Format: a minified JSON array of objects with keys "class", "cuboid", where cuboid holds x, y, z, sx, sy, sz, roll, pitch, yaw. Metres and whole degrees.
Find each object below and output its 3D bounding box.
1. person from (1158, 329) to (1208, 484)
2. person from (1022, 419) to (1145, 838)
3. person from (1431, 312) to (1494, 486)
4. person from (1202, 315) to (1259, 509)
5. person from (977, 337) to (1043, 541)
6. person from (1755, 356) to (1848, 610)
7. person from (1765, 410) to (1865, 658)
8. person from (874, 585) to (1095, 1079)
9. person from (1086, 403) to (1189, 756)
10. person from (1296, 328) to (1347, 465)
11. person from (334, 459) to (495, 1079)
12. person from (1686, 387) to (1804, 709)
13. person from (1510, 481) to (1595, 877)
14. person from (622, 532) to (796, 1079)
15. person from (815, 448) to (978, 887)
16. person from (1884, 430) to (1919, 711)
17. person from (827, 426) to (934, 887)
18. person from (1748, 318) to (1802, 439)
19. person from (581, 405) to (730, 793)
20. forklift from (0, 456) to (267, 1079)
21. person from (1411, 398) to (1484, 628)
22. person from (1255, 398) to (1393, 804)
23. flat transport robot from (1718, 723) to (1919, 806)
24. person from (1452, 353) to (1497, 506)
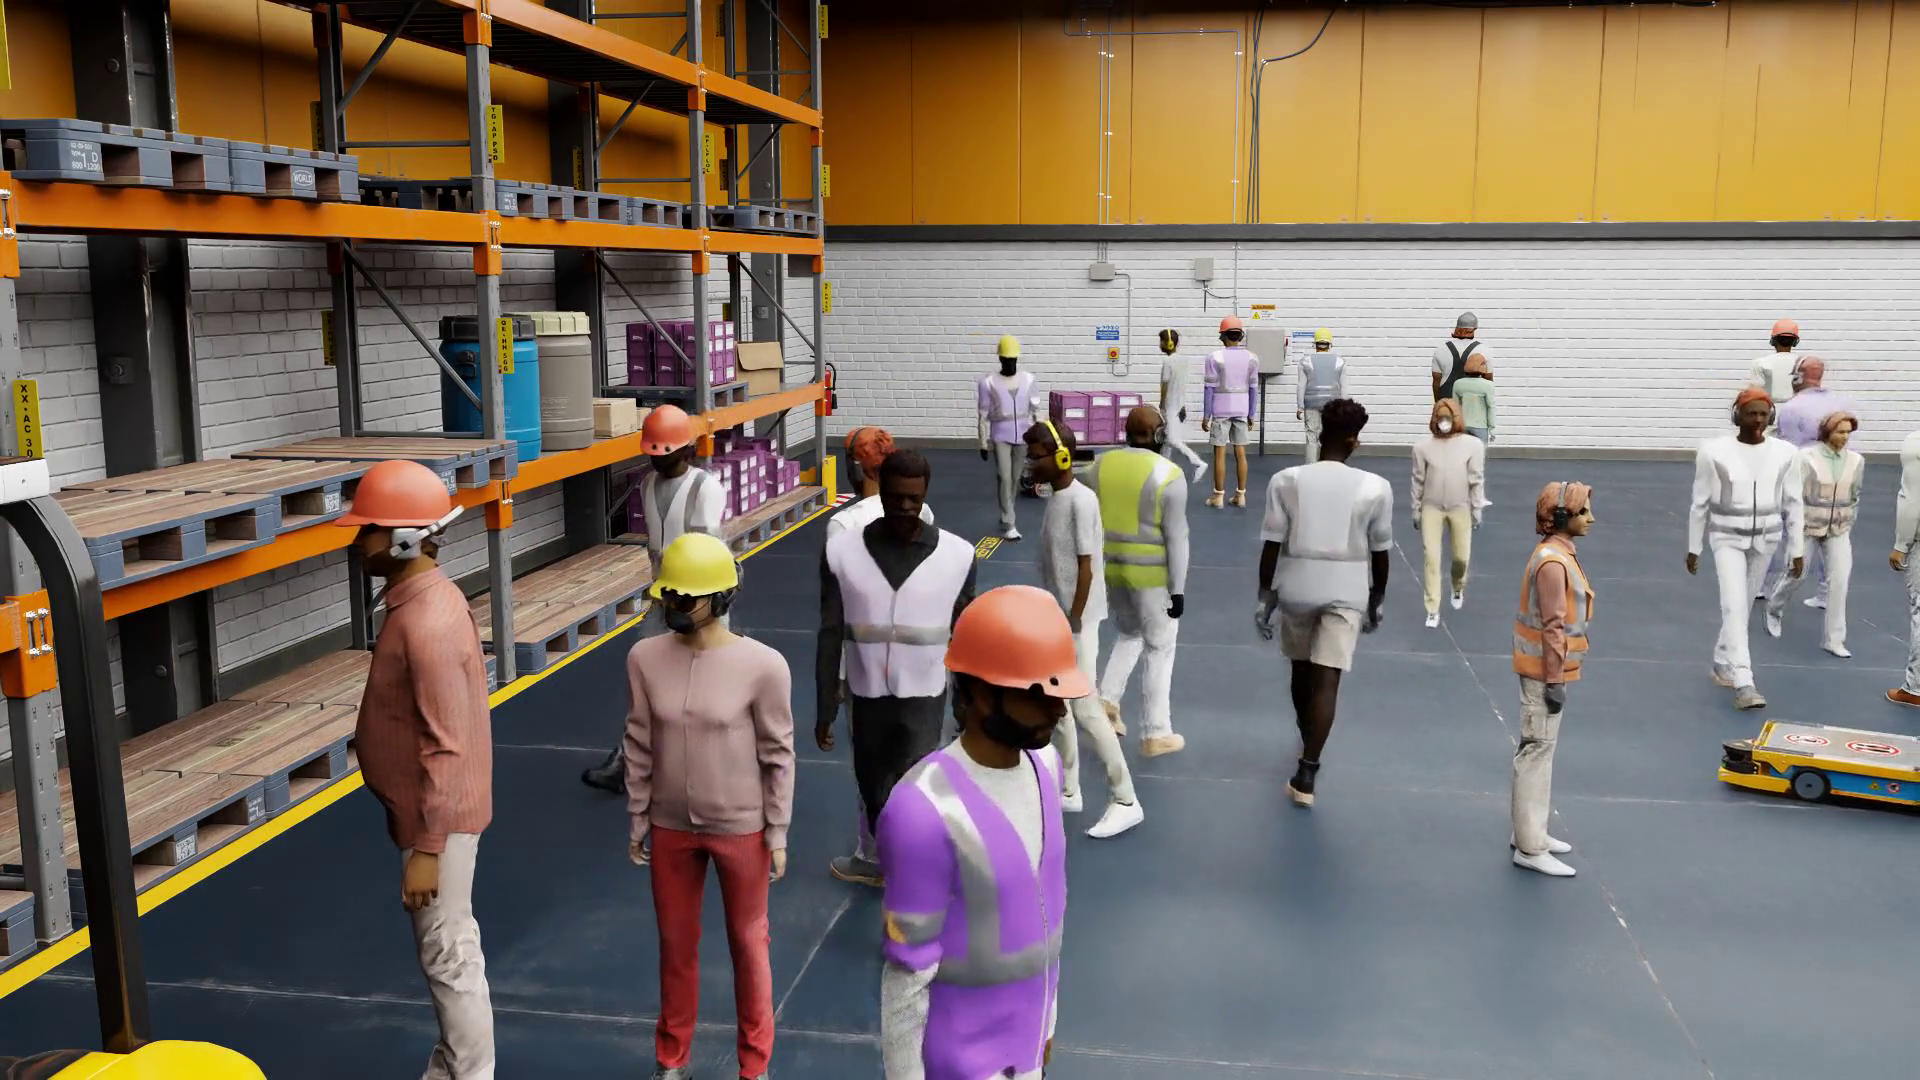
[{"class":"person","cuboid":[2.554,-1.563,19.565,0.800,1.841,0.539,5,11,29]},{"class":"person","cuboid":[0.541,0.385,7.476,0.516,1.846,0.698,-2,10,-15]},{"class":"person","cuboid":[5.797,-1.605,19.147,0.688,2.000,0.539,5,10,28]},{"class":"person","cuboid":[2.839,-1.347,17.580,0.604,2.039,0.401,-3,10,-18]},{"class":"person","cuboid":[0.489,-0.953,15.616,0.594,1.884,0.859,-4,10,-21]},{"class":"person","cuboid":[6.262,-0.437,12.477,0.660,1.871,0.924,-3,10,-18]},{"class":"person","cuboid":[5.685,-0.077,11.047,0.506,1.606,0.760,0,9,0]},{"class":"person","cuboid":[-0.015,1.009,3.467,0.843,1.906,0.547,6,11,33]},{"class":"person","cuboid":[0.954,0.198,8.700,0.639,1.820,0.444,9,13,44]},{"class":"person","cuboid":[4.279,-1.597,19.734,0.592,1.834,0.404,0,9,3]},{"class":"person","cuboid":[-1.501,0.766,4.660,0.378,1.996,0.609,-3,10,-19]},{"class":"person","cuboid":[4.604,0.030,9.724,0.597,1.829,0.974,1,9,6]},{"class":"person","cuboid":[2.481,0.565,6.993,0.314,1.641,0.515,3,10,20]},{"class":"person","cuboid":[-0.741,0.846,4.886,0.526,1.765,0.329,2,10,14]},{"class":"person","cuboid":[-0.230,0.569,6.269,0.598,1.873,0.957,1,9,3]},{"class":"person","cuboid":[5.608,0.017,9.460,0.631,1.940,0.372,0,9,-3]},{"class":"person","cuboid":[-0.335,0.471,6.822,0.337,1.882,0.585,7,12,38]},{"class":"person","cuboid":[8.022,-1.148,16.323,0.616,2.041,0.383,1,9,8]},{"class":"person","cuboid":[-1.374,0.290,7.960,0.546,1.870,0.949,6,11,32]},{"class":"forklift","cuboid":[-2.328,0.975,2.765,2.313,2.155,1.214,1,9,9]},{"class":"person","cuboid":[3.462,-0.212,11.837,0.510,1.615,0.619,3,10,18]},{"class":"person","cuboid":[1.776,0.260,8.097,0.614,1.887,1.065,3,10,19]},{"class":"flat transport robot","cuboid":[4.443,1.095,7.935,1.431,0.197,0.652,6,11,31]},{"class":"person","cuboid":[5.487,-1.179,17.765,0.500,1.636,0.284,9,13,44]}]
